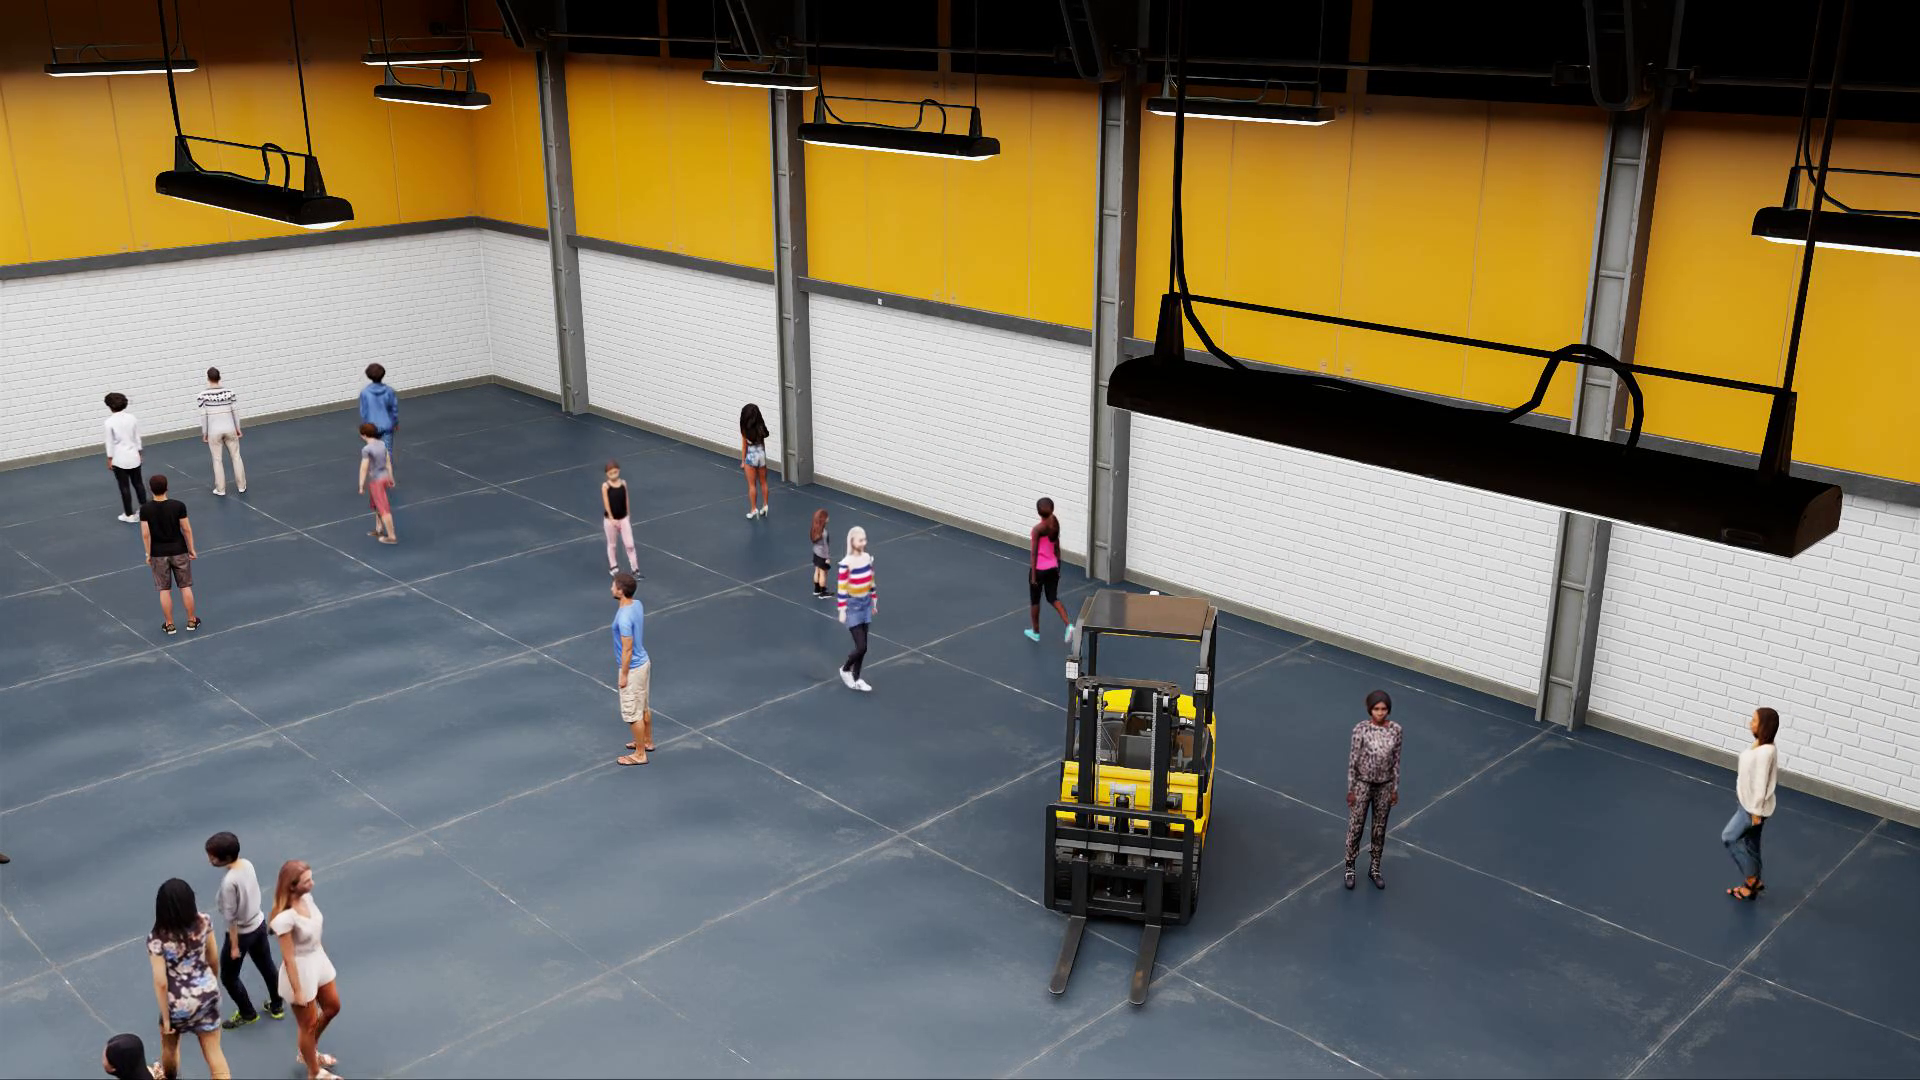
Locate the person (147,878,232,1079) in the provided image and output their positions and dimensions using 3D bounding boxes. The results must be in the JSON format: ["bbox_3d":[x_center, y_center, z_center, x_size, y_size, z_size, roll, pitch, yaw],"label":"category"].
[{"bbox_3d":[-4.874,3.007,10.650,1.100,1.689,0.672,14,23,36],"label":"person"}]

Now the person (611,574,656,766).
[{"bbox_3d":[-3.098,1.200,15.742,0.767,1.863,0.727,2,19,5],"label":"person"}]

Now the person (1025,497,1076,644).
[{"bbox_3d":[0.995,0.374,18.441,0.663,1.706,1.014,-13,23,-34],"label":"person"}]

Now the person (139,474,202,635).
[{"bbox_3d":[-8.981,0.147,18.872,0.752,1.862,0.694,-9,21,-25],"label":"person"}]

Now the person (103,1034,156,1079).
[{"bbox_3d":[-4.461,3.474,9.129,0.865,1.774,0.794,-2,19,-7],"label":"person"}]

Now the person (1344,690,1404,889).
[{"bbox_3d":[3.359,2.021,13.537,0.677,1.714,0.738,0,19,0],"label":"person"}]

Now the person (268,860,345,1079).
[{"bbox_3d":[-4.367,2.879,11.029,0.771,1.688,0.720,2,19,6],"label":"person"}]

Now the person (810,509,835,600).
[{"bbox_3d":[-1.674,0.148,20.049,0.584,1.107,0.464,-9,21,-26],"label":"person"}]

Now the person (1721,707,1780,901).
[{"bbox_3d":[6.432,2.129,13.280,0.685,1.673,0.697,10,21,27],"label":"person"}]

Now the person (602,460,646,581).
[{"bbox_3d":[-4.291,-0.248,20.572,0.597,1.525,0.911,-14,23,-35],"label":"person"}]

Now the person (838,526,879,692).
[{"bbox_3d":[-1.132,0.709,17.296,0.700,1.802,0.704,14,23,36],"label":"person"}]

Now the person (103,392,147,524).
[{"bbox_3d":[-11.434,-1.148,22.801,0.602,1.806,0.661,13,22,33],"label":"person"}]

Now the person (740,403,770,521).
[{"bbox_3d":[-2.827,-1.088,22.909,0.549,1.624,0.546,-18,25,-42],"label":"person"}]

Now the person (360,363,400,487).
[{"bbox_3d":[-8.498,-1.668,24.372,0.902,1.791,1.006,-6,19,-17],"label":"person"}]

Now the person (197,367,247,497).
[{"bbox_3d":[-10.650,-1.574,23.983,0.721,1.861,0.613,-13,23,-34],"label":"person"}]

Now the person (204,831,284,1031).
[{"bbox_3d":[-4.960,2.746,11.660,0.793,1.538,0.743,3,19,9],"label":"person"}]

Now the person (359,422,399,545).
[{"bbox_3d":[-7.564,-0.728,21.823,0.886,1.635,0.774,8,20,22],"label":"person"}]
